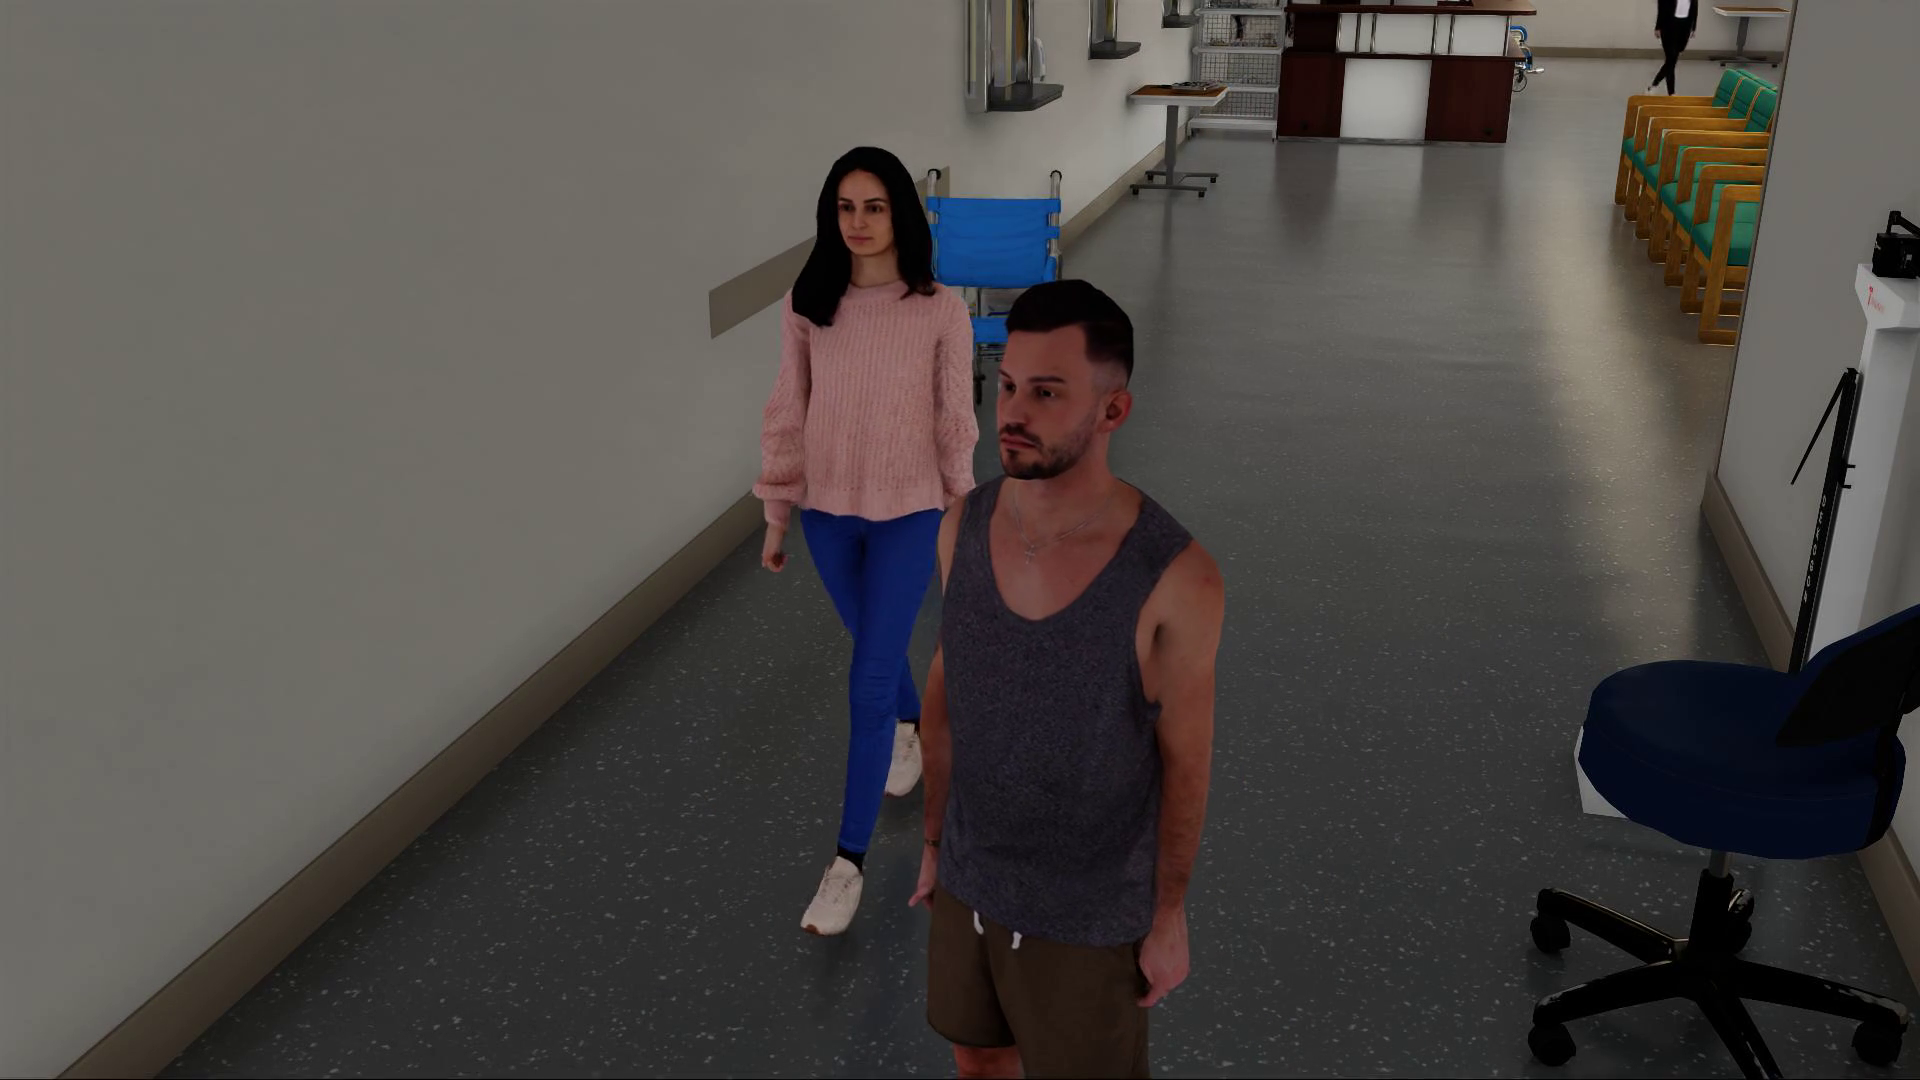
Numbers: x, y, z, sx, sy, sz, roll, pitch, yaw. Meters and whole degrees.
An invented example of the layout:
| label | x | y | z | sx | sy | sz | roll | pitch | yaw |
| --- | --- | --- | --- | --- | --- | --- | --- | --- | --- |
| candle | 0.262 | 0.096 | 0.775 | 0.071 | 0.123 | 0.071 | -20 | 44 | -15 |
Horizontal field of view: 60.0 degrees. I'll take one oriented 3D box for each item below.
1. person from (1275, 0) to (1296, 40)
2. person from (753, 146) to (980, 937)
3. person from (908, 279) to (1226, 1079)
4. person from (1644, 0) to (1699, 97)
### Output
| label | x | y | z | sx | sy | sz | roll | pitch | yaw |
| --- | --- | --- | --- | --- | --- | --- | --- | --- | --- |
| person | 5.934 | -9.965 | 30.033 | 1.049 | 1.822 | 1.062 | -8 | 22 | -20 |
| person | -0.186 | -0.040 | 3.970 | 1.163 | 1.721 | 0.779 | 7 | 22 | 18 |
| person | 0.139 | 0.496 | 2.579 | 0.613 | 1.847 | 0.769 | 13 | 24 | 30 |
| person | 8.357 | -5.962 | 19.546 | 1.182 | 1.764 | 0.975 | -3 | 21 | -7 |
